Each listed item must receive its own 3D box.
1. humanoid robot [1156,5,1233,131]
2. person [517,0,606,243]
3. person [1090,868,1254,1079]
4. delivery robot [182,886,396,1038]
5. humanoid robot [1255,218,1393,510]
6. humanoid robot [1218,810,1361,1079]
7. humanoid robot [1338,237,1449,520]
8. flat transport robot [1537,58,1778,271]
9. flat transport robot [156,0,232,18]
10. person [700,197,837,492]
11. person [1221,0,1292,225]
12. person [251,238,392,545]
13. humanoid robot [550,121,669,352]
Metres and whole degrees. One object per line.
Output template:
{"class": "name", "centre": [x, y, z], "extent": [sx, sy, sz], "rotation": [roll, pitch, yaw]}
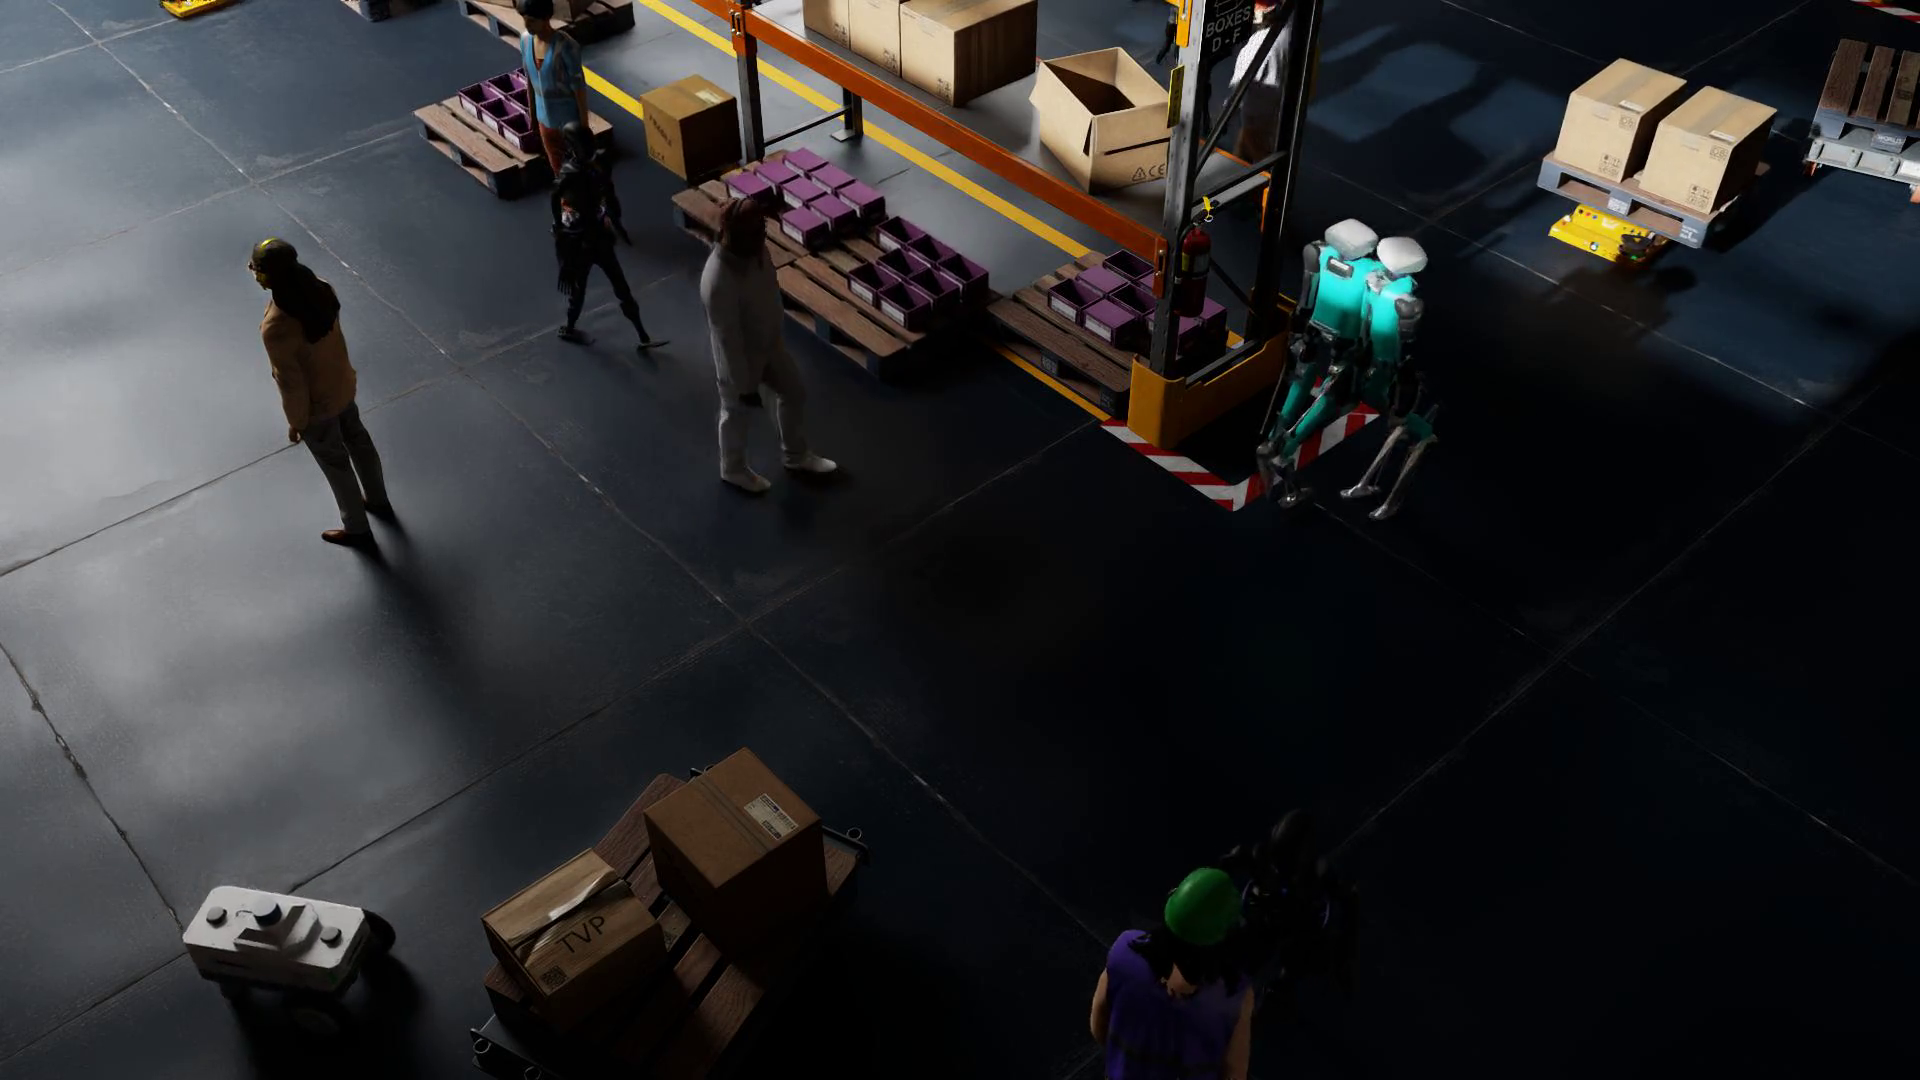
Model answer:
{"class": "humanoid robot", "centre": [1.722, -3.628, 12.006], "extent": [0.603, 1.647, 0.450], "rotation": [-14, 44, -15]}
{"class": "person", "centre": [-2.658, -2.803, 11.044], "extent": [0.498, 1.759, 0.332], "rotation": [20, 46, 21]}
{"class": "person", "centre": [0.724, 1.832, 5.888], "extent": [0.578, 1.918, 0.467], "rotation": [14, 44, 15]}
{"class": "delivery robot", "centre": [-2.824, 1.723, 7.013], "extent": [0.771, 0.600, 0.501], "rotation": [7, 43, 8]}
{"class": "humanoid robot", "centre": [1.830, -0.782, 8.927], "extent": [0.725, 1.871, 0.546], "rotation": [-31, 51, -29]}
{"class": "humanoid robot", "centre": [1.237, 1.558, 6.387], "extent": [0.606, 1.623, 0.727], "rotation": [14, 44, 15]}
{"class": "humanoid robot", "centre": [2.406, -0.873, 8.942], "extent": [0.693, 1.771, 0.530], "rotation": [-13, 44, -14]}
{"class": "flat transport robot", "centre": [4.796, -2.364, 11.666], "extent": [0.659, 0.231, 1.431], "rotation": [32, 52, 30]}
{"class": "flat transport robot", "centre": [-6.826, -4.929, 14.456], "extent": [1.431, 0.231, 0.659], "rotation": [33, 52, 31]}
{"class": "person", "centre": [-1.035, -1.011, 9.003], "extent": [0.775, 1.878, 0.683], "rotation": [9, 43, 10]}
{"class": "person", "centre": [1.951, -2.950, 11.238], "extent": [0.897, 1.694, 0.570], "rotation": [31, 51, 29]}
{"class": "person", "centre": [-3.345, -0.764, 8.742], "extent": [0.413, 1.877, 0.549], "rotation": [8, 43, 9]}
{"class": "humanoid robot", "centre": [-2.220, -1.808, 10.051], "extent": [0.778, 1.617, 0.611], "rotation": [21, 47, 21]}
